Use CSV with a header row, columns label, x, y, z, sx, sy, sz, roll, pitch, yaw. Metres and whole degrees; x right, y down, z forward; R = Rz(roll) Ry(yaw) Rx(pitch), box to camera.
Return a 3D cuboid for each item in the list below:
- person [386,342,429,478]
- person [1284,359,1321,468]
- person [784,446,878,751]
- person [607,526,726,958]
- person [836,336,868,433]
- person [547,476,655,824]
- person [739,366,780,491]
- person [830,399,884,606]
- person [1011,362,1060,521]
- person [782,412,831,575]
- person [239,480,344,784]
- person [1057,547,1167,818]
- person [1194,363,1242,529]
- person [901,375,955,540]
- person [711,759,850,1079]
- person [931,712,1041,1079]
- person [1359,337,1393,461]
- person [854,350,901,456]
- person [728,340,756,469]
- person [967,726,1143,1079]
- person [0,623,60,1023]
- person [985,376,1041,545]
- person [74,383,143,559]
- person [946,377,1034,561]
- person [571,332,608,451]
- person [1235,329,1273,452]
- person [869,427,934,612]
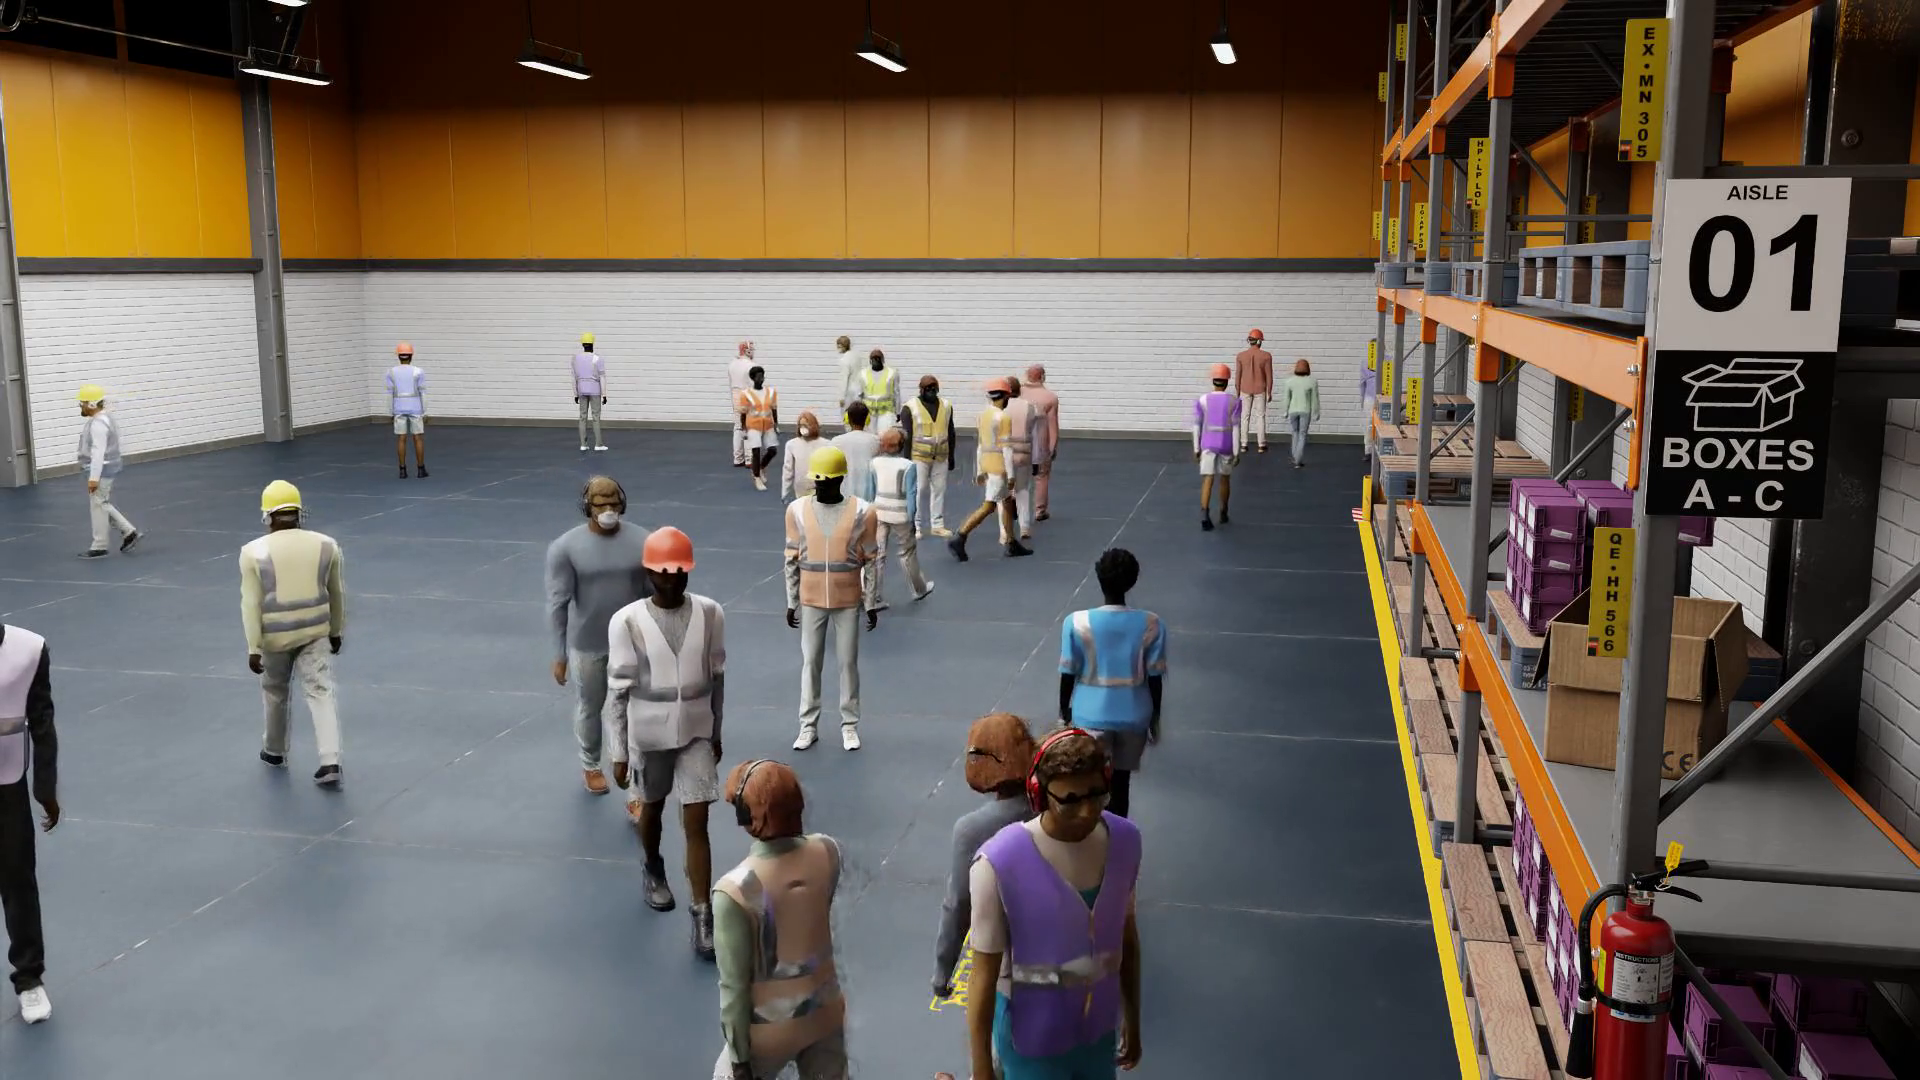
label,x,y,z,sx,sy,sz,roll,pitch,yaw
person,-7.835,-1.840,23.620,0.551,1.932,0.378,-2,10,-10
person,5.140,-1.900,24.942,0.511,1.612,0.623,6,11,31
person,-0.803,0.364,10.378,0.587,1.922,0.383,1,9,4
person,-1.308,0.864,7.508,0.560,1.886,1.018,-4,10,-22
person,-1.706,-2.340,26.764,0.515,1.902,0.694,3,10,17
person,-1.962,0.578,9.220,0.653,1.884,1.043,-4,10,-24
person,-2.706,-1.508,22.356,0.559,1.683,0.416,-5,11,-28
person,-0.913,-0.332,14.908,0.522,1.825,0.868,0,9,-3
person,0.838,-1.135,19.515,0.647,1.893,0.674,4,10,21
person,-1.495,-0.490,16.533,0.516,1.587,0.872,2,10,14
person,-3.900,0.536,9.767,0.610,1.786,0.940,-8,12,-40
person,0.750,0.872,8.066,0.536,1.669,0.719,-2,10,-10
person,2.959,-1.083,19.177,0.555,1.903,0.962,3,10,17
person,-0.339,-0.915,18.386,0.638,1.834,0.432,-4,10,-25
person,-0.595,1.425,4.965,0.842,1.598,0.508,9,13,42
person,0.145,1.346,5.476,0.516,1.581,0.878,-8,13,-42
person,6.508,-2.185,25.771,0.648,1.917,0.702,7,12,36
person,-1.213,-1.850,24.102,0.657,1.789,0.960,1,10,7
person,-3.171,-2.021,24.793,0.402,1.906,0.652,-8,12,-40
person,0.253,1.371,4.602,0.651,1.821,0.489,-7,12,-38
person,-3.912,0.992,6.610,0.592,1.917,0.377,-4,10,-25
person,0.540,-0.863,18.067,0.641,1.826,0.491,-2,10,-10
person,-8.858,-0.713,17.173,0.511,1.825,0.620,-4,10,-24
person,0.289,-0.728,17.092,0.958,1.889,0.551,-4,10,-24
person,-6.013,-2.401,27.012,0.588,1.930,0.364,2,10,11
person,4.759,-2.411,26.898,0.609,1.988,0.392,4,10,22
person,-0.547,-0.197,14.708,0.541,1.591,0.831,5,11,30
